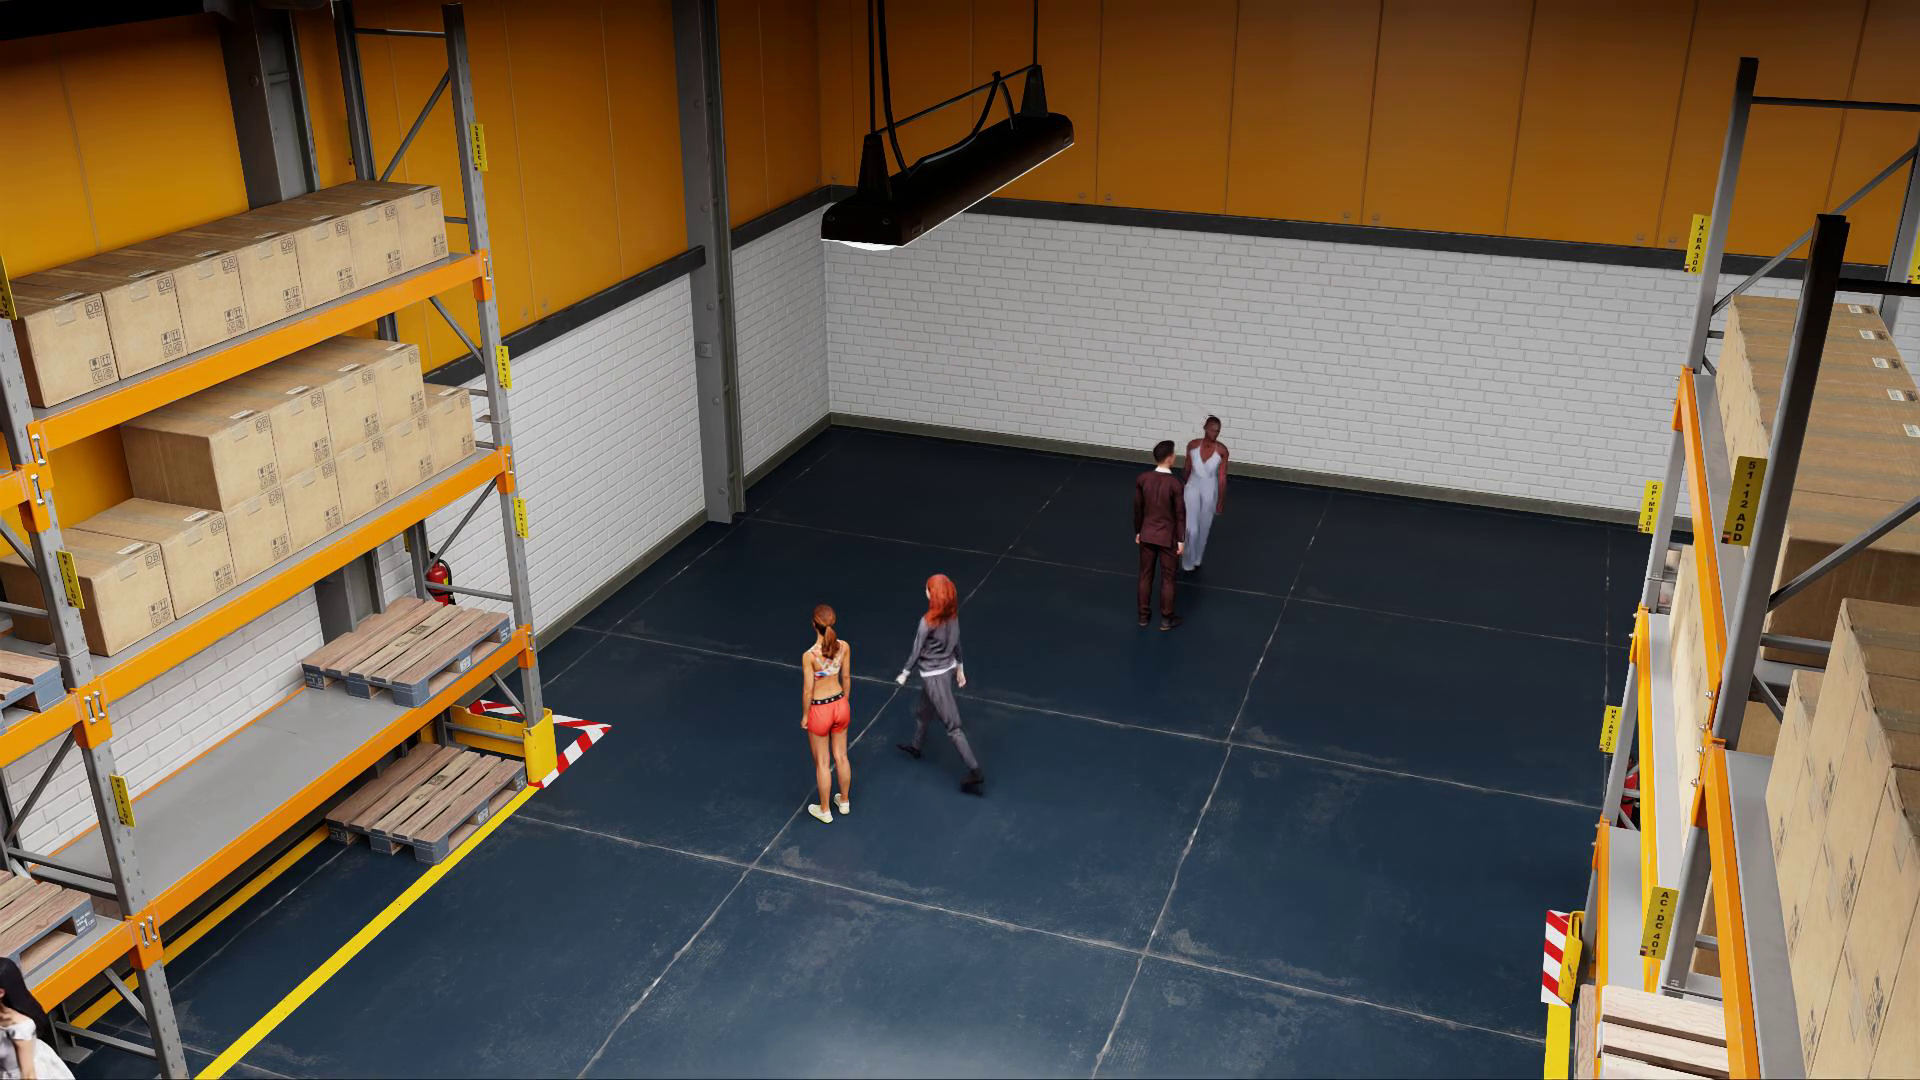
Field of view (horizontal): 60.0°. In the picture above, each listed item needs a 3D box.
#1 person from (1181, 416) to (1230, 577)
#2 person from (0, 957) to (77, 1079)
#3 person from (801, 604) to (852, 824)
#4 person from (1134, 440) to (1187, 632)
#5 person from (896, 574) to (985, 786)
[{"bbox_3d":[2.424,-0.452,16.782,0.655,1.740,0.742,9,25,20],"label":"person"},{"bbox_3d":[-4.947,2.972,8.912,0.814,1.769,0.782,-16,28,-33],"label":"person"},{"bbox_3d":[-1.010,1.318,12.670,0.657,1.791,0.741,-16,28,-32],"label":"person"},{"bbox_3d":[1.887,-0.043,15.692,0.717,1.863,0.658,13,27,28],"label":"person"},{"bbox_3d":[-0.102,1.149,13.137,0.848,1.726,1.175,16,28,32],"label":"person"}]
